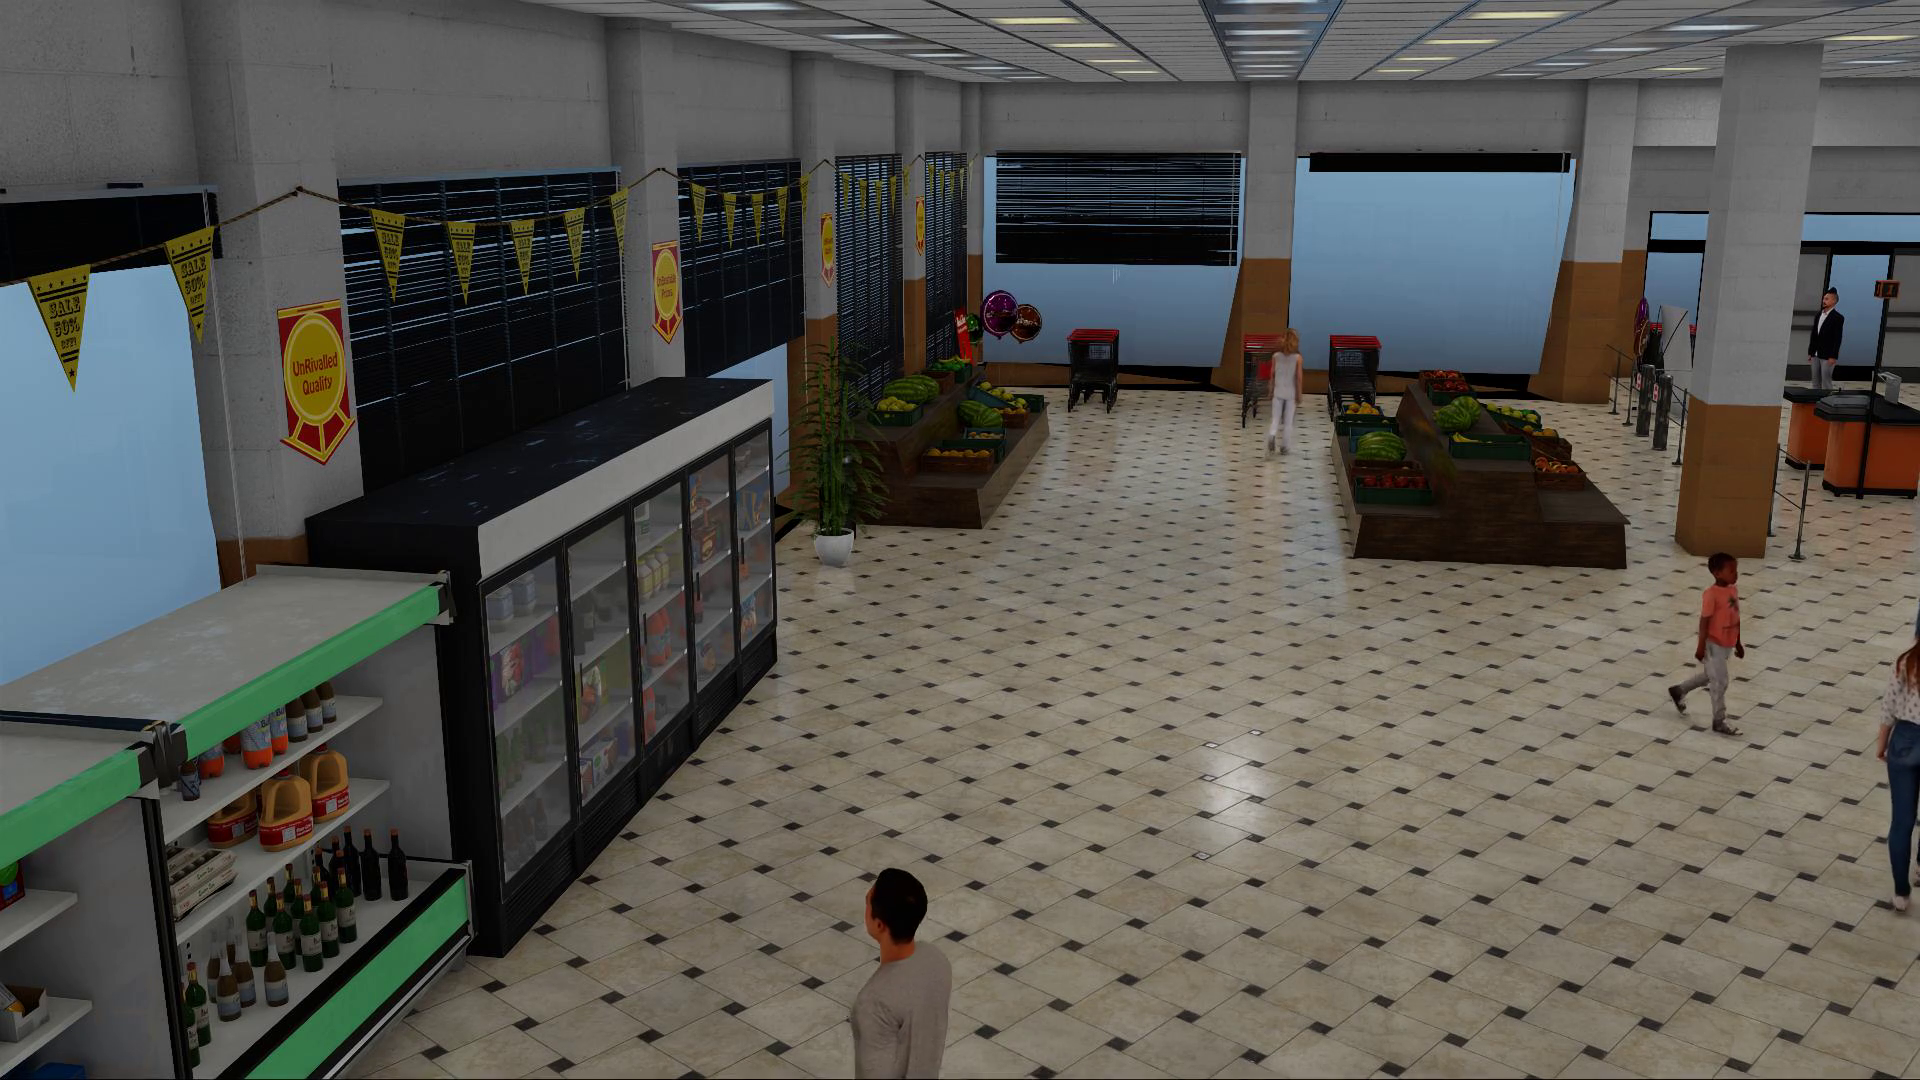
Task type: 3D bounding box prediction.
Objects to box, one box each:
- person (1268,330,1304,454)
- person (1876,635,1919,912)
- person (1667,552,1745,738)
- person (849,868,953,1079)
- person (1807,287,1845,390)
[{"bbox_3d":[4.280,-1.941,22.039,0.738,1.656,0.927,6,15,24],"label":"person"},{"bbox_3d":[5.217,1.195,9.013,0.841,1.701,1.089,8,16,31],"label":"person"},{"bbox_3d":[5.344,0.715,11.859,0.837,1.294,0.912,-9,16,-32],"label":"person"},{"bbox_3d":[-0.137,1.973,5.595,0.854,1.800,0.783,8,16,31],"label":"person"},{"bbox_3d":[13.079,-2.845,25.142,0.852,1.950,0.684,-3,14,-13],"label":"person"}]
